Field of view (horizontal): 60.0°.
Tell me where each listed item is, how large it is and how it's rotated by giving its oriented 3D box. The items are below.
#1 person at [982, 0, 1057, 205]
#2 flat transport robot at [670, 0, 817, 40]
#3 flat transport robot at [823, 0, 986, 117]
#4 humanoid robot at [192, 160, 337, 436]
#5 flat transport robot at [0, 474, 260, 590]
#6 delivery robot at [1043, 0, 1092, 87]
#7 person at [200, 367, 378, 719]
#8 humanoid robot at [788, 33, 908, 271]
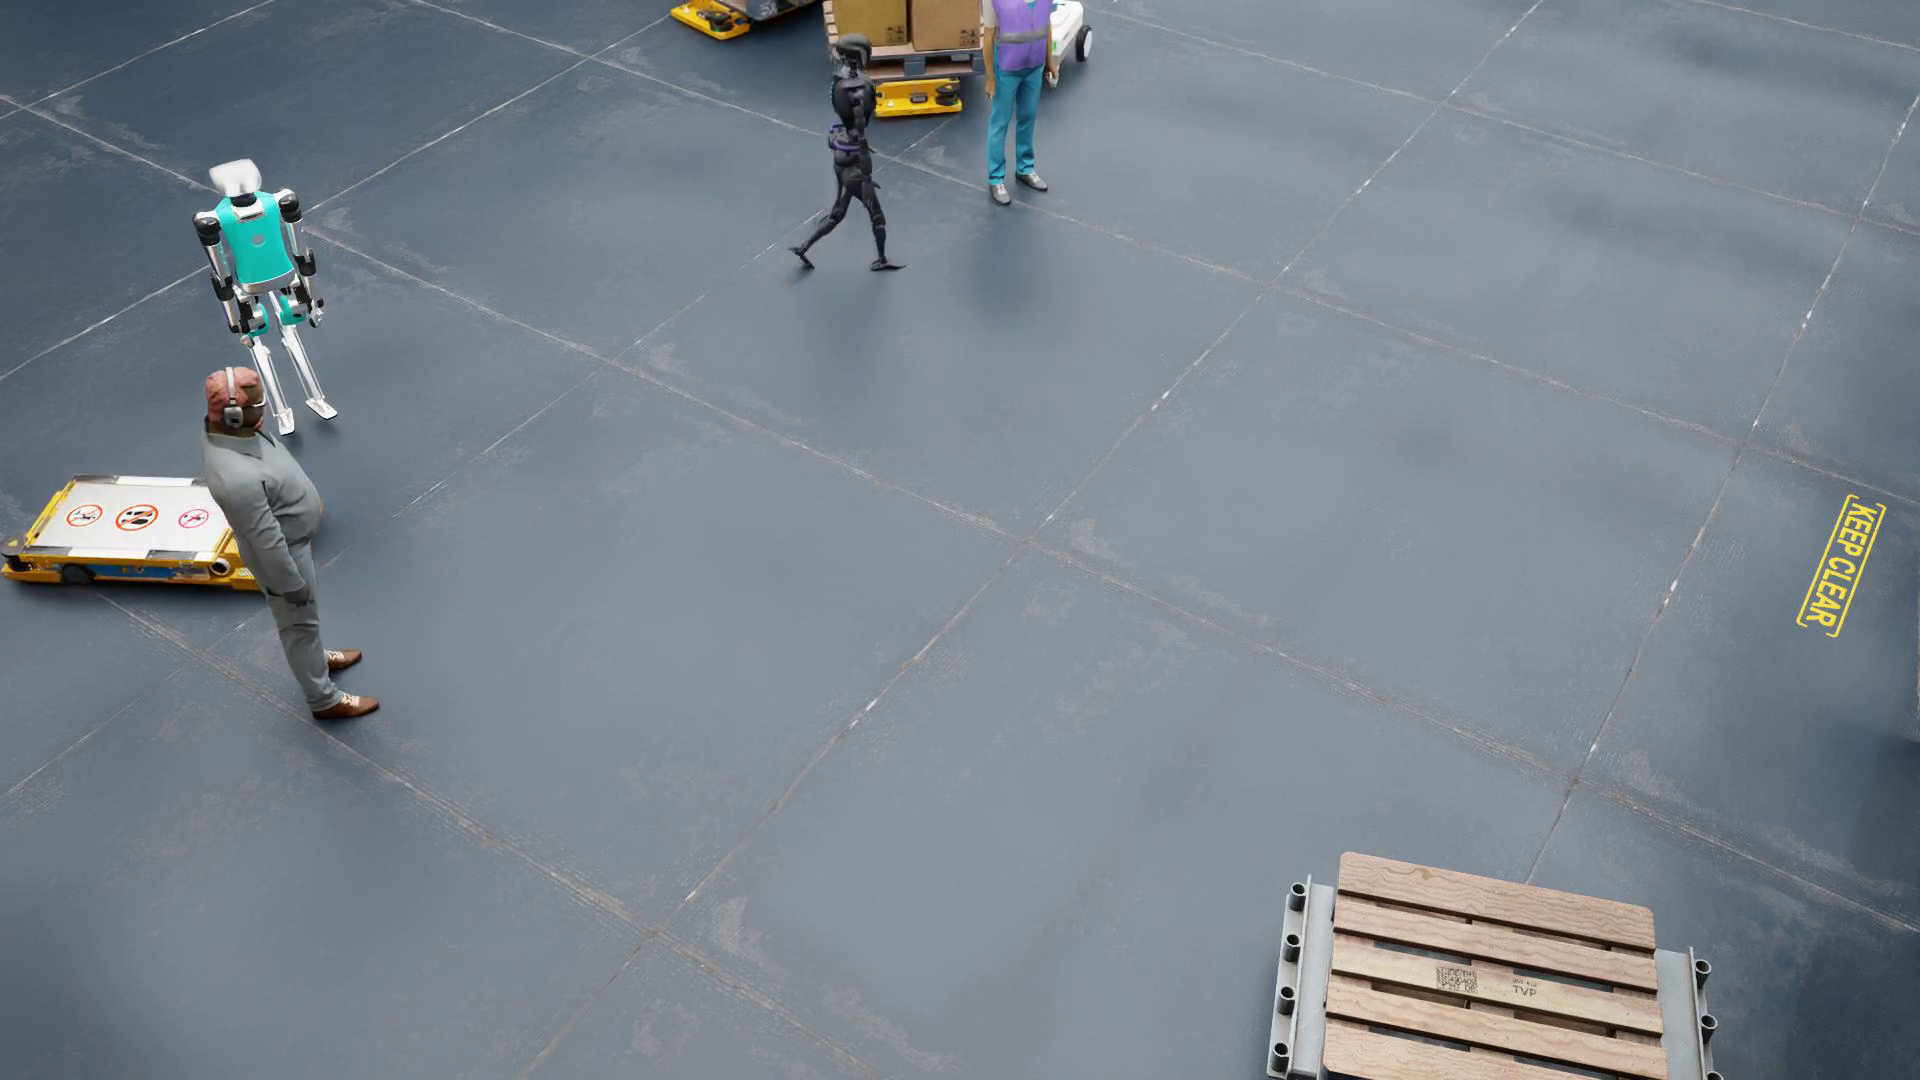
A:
[{"bbox_3d":[0.390,-3.175,11.155,0.563,1.837,0.389,-24,47,-24],"label":"person"},{"bbox_3d":[-1.652,-4.559,13.881,0.659,0.231,1.431,34,52,32],"label":"flat transport robot"},{"bbox_3d":[-0.409,-3.707,12.928,0.659,0.231,1.431,-6,42,-6],"label":"flat transport robot"},{"bbox_3d":[-3.822,-1.383,9.128,0.533,1.673,0.735,-24,47,-25],"label":"humanoid robot"},{"bbox_3d":[-4.248,-0.041,8.825,1.431,0.231,0.659,2,42,2],"label":"flat transport robot"},{"bbox_3d":[0.705,-3.924,12.954,0.499,0.592,0.795,14,44,15],"label":"delivery robot"},{"bbox_3d":[-3.058,0.023,7.531,0.410,1.903,0.638,-18,45,-19],"label":"person"},{"bbox_3d":[-0.731,-2.394,10.439,0.735,1.645,0.593,-9,43,-10],"label":"humanoid robot"}]
